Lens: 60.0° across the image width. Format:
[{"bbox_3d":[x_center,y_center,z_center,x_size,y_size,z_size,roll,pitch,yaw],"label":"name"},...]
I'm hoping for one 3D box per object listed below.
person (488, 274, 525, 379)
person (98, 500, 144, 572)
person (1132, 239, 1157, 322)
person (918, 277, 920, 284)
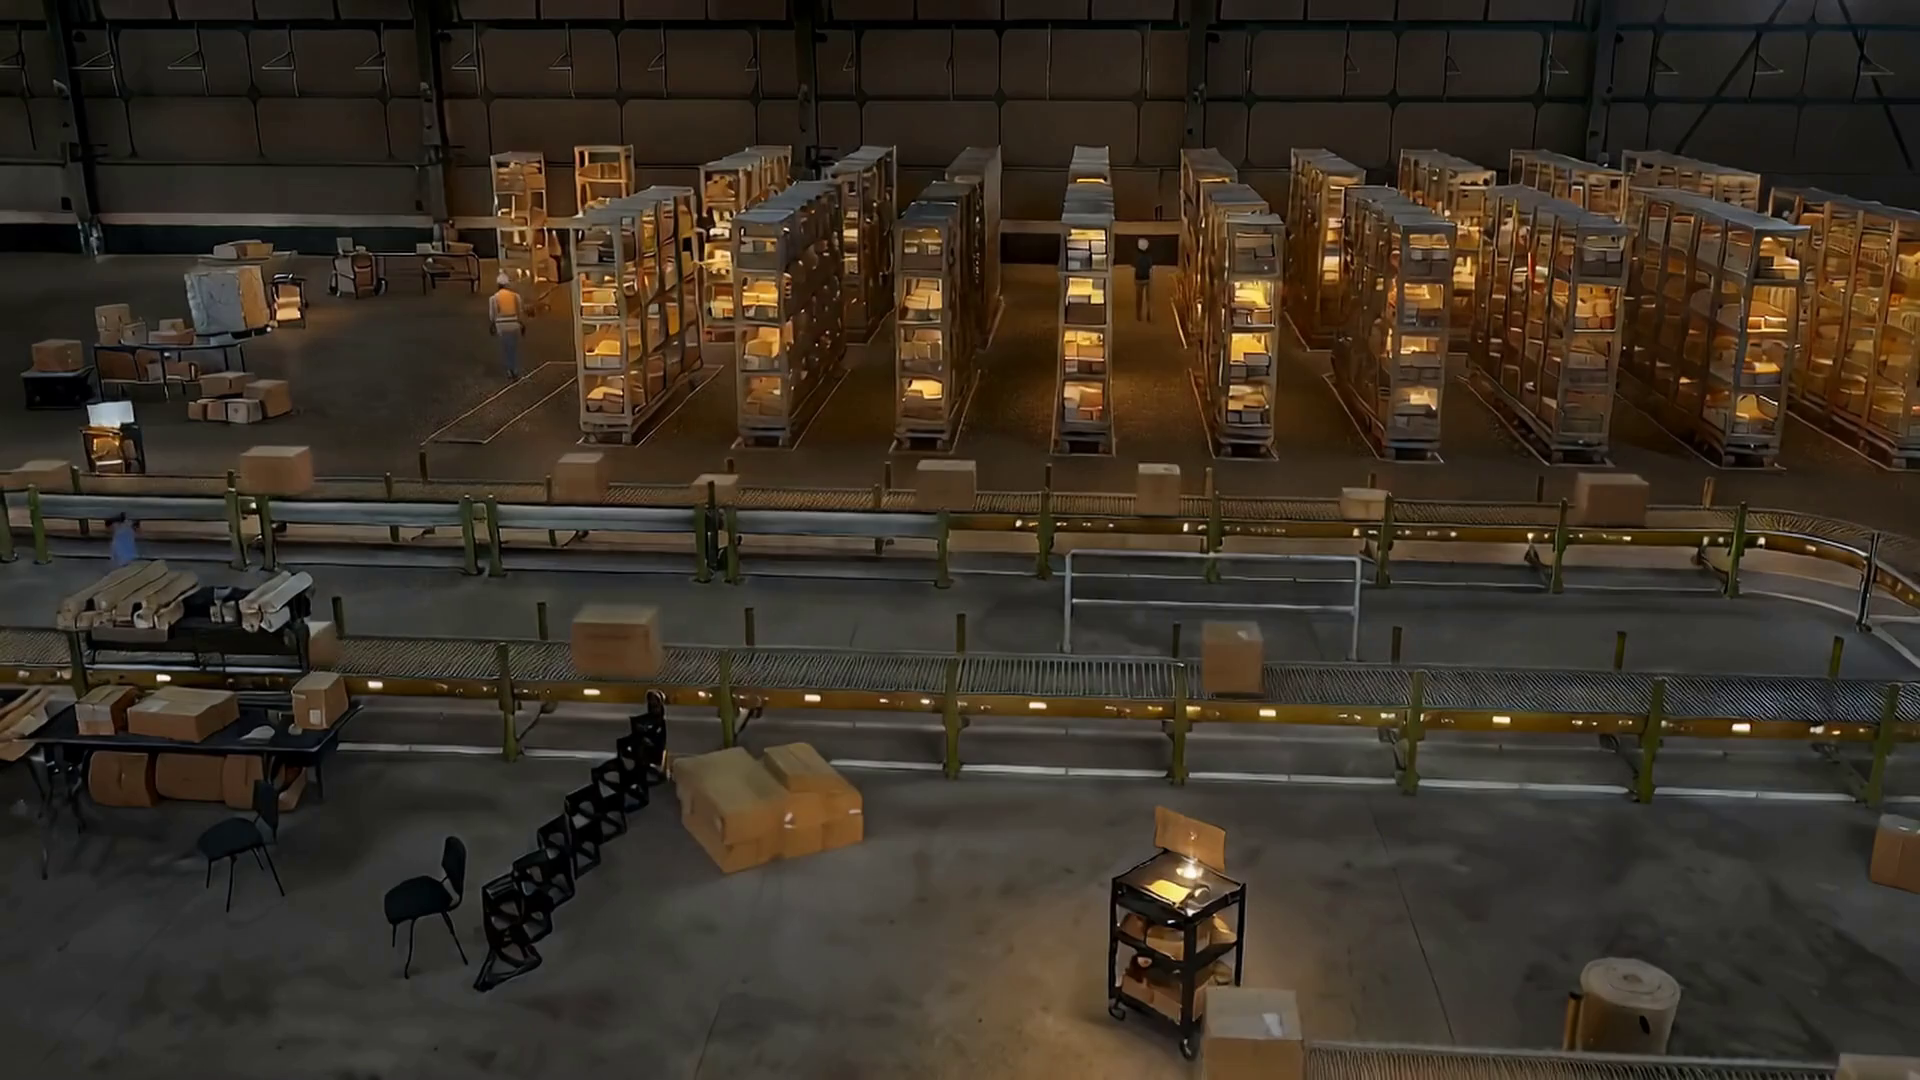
[{"bbox_3d":[-8.503,-4.000,31.121,0.605,1.919,0.677,-12,21,-33],"label":"person"},{"bbox_3d":[-8.778,0.413,17.426,0.903,1.721,0.526,-3,18,-8],"label":"person"},{"bbox_3d":[4.079,-5.753,36.838,0.577,1.822,0.763,0,17,-1],"label":"person"},{"bbox_3d":[-0.764,-4.742,33.639,0.418,1.819,0.608,1,18,2],"label":"person"}]
